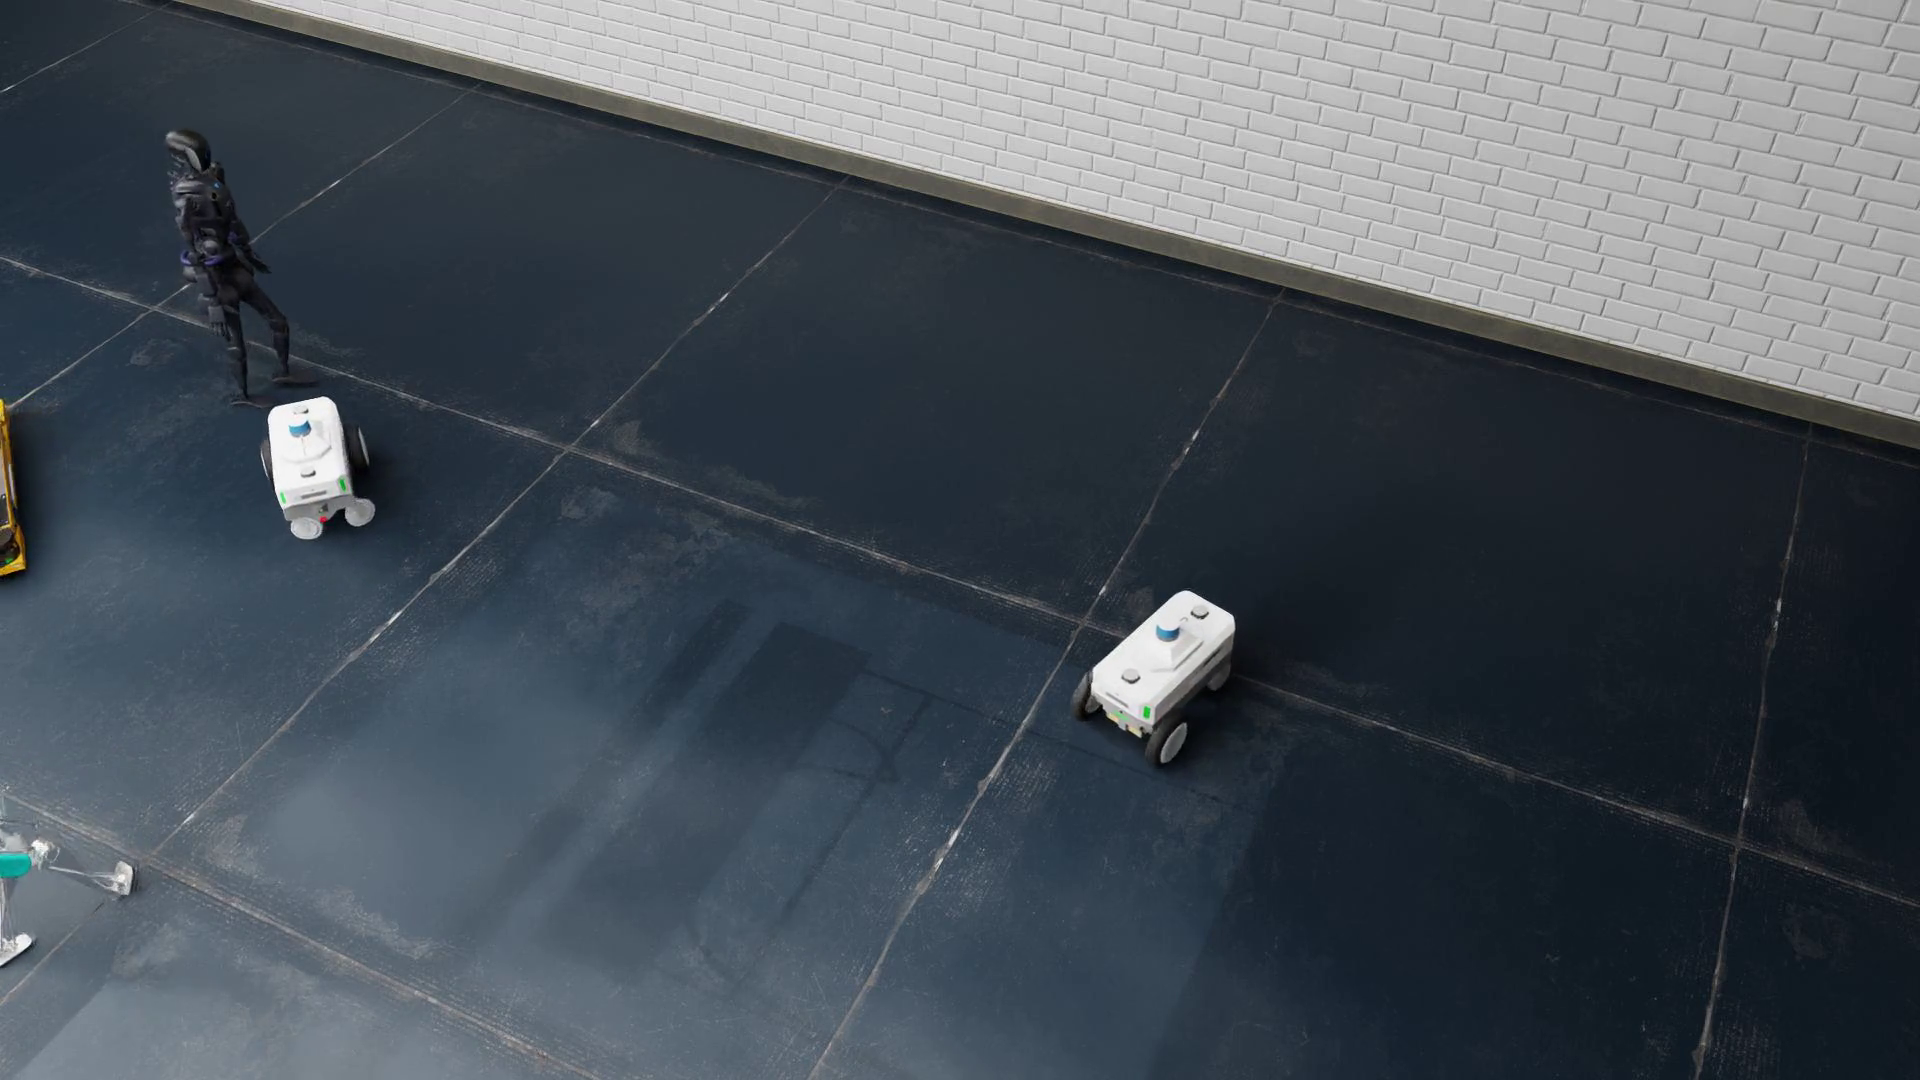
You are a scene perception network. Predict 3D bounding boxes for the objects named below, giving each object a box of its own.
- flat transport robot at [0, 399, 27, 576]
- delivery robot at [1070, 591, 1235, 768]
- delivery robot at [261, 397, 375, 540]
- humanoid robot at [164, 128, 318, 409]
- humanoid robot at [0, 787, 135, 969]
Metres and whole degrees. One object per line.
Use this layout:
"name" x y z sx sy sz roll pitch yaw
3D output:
"flat transport robot" -5.212 -0.244 8.519 0.659 0.231 1.431 -19 46 -19
"delivery robot" 0.906 0.570 7.422 0.499 0.583 0.767 31 51 29
"delivery robot" -3.291 -0.399 8.486 0.521 0.609 0.781 -14 45 -14
"humanoid robot" -3.851 -1.395 8.726 0.407 1.645 0.613 1 43 1
"humanoid robot" -3.652 0.986 6.168 0.550 1.849 0.852 29 50 27
